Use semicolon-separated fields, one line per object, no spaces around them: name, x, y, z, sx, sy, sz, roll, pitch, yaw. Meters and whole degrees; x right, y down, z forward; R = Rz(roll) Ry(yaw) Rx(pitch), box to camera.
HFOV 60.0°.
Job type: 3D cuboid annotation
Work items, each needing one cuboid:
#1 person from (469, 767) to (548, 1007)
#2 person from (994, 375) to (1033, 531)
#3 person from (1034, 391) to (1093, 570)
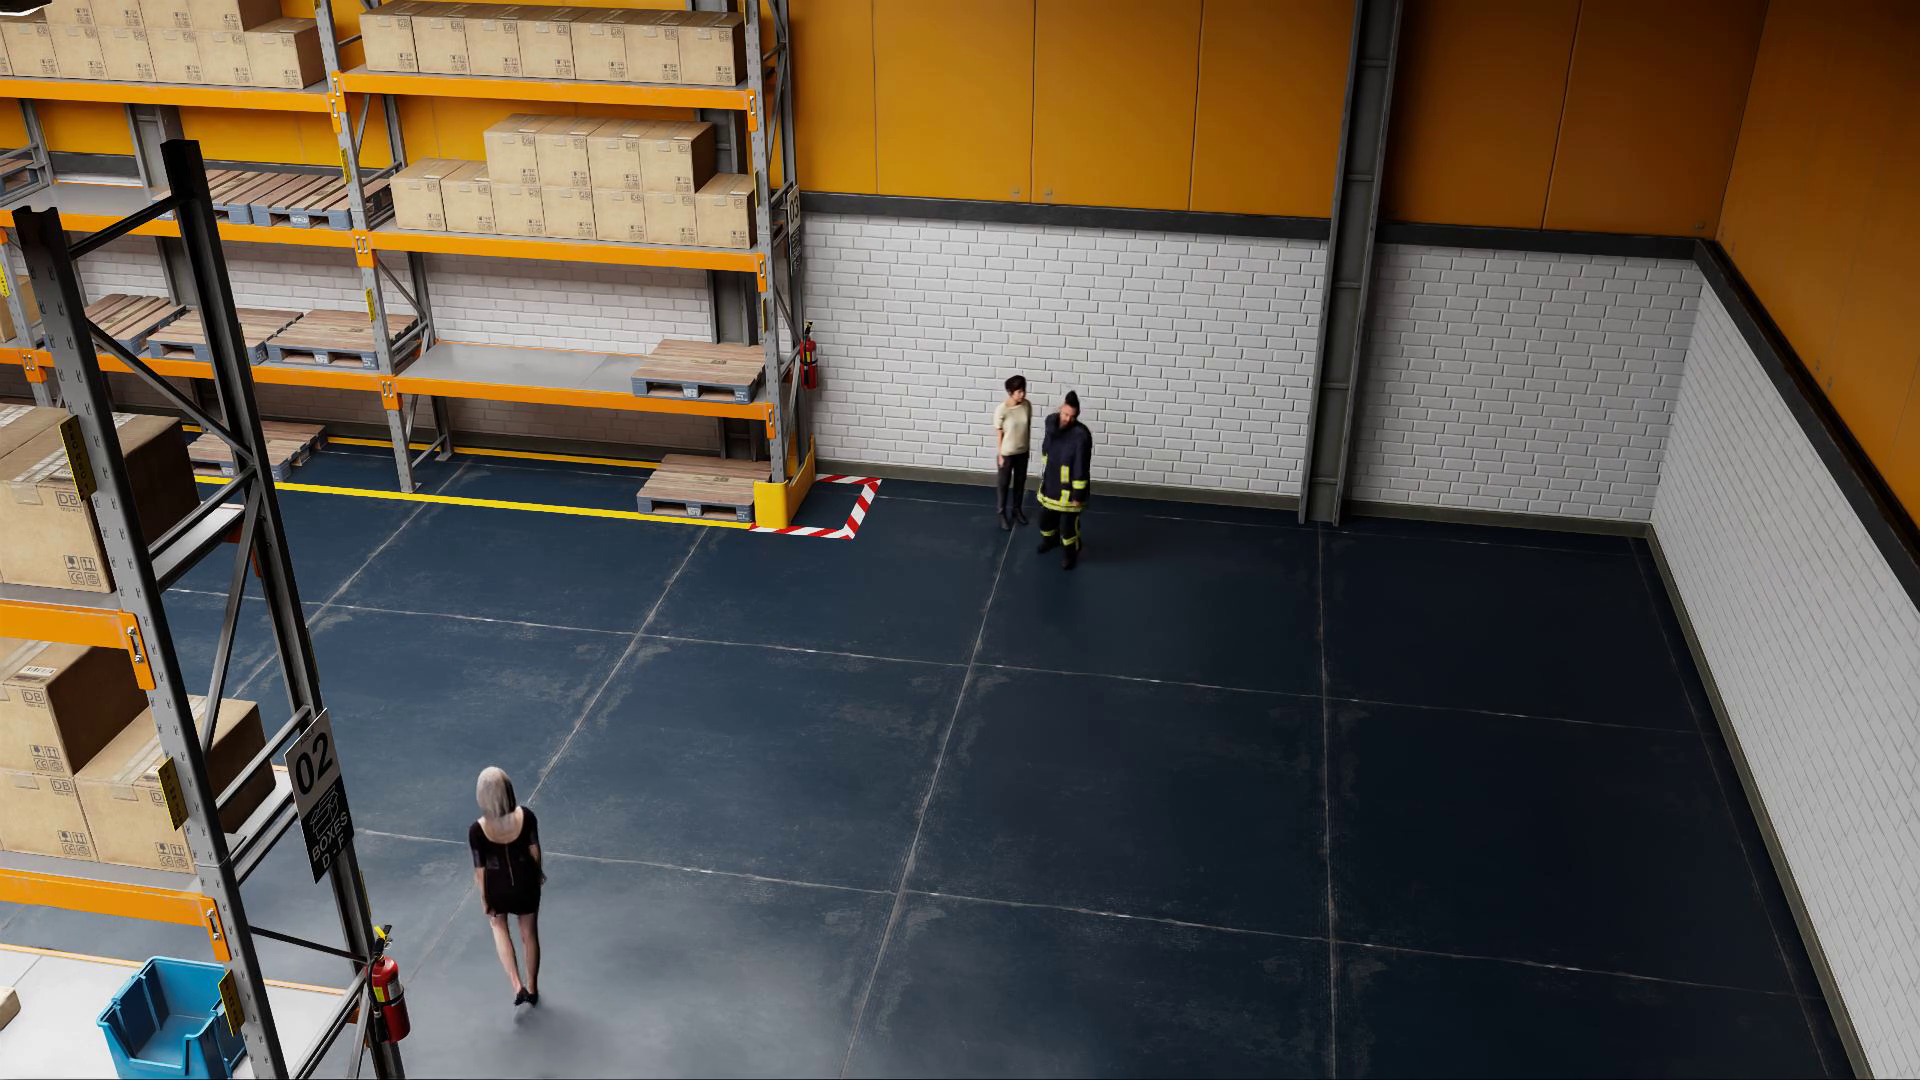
person;-2.757;2.233;10.339;0.741;1.821;0.800;-12;31;-21
person;0.512;-0.872;16.277;0.634;1.586;0.713;-16;32;-26
person;0.991;-0.599;15.514;1.001;1.837;0.891;-17;33;-28
